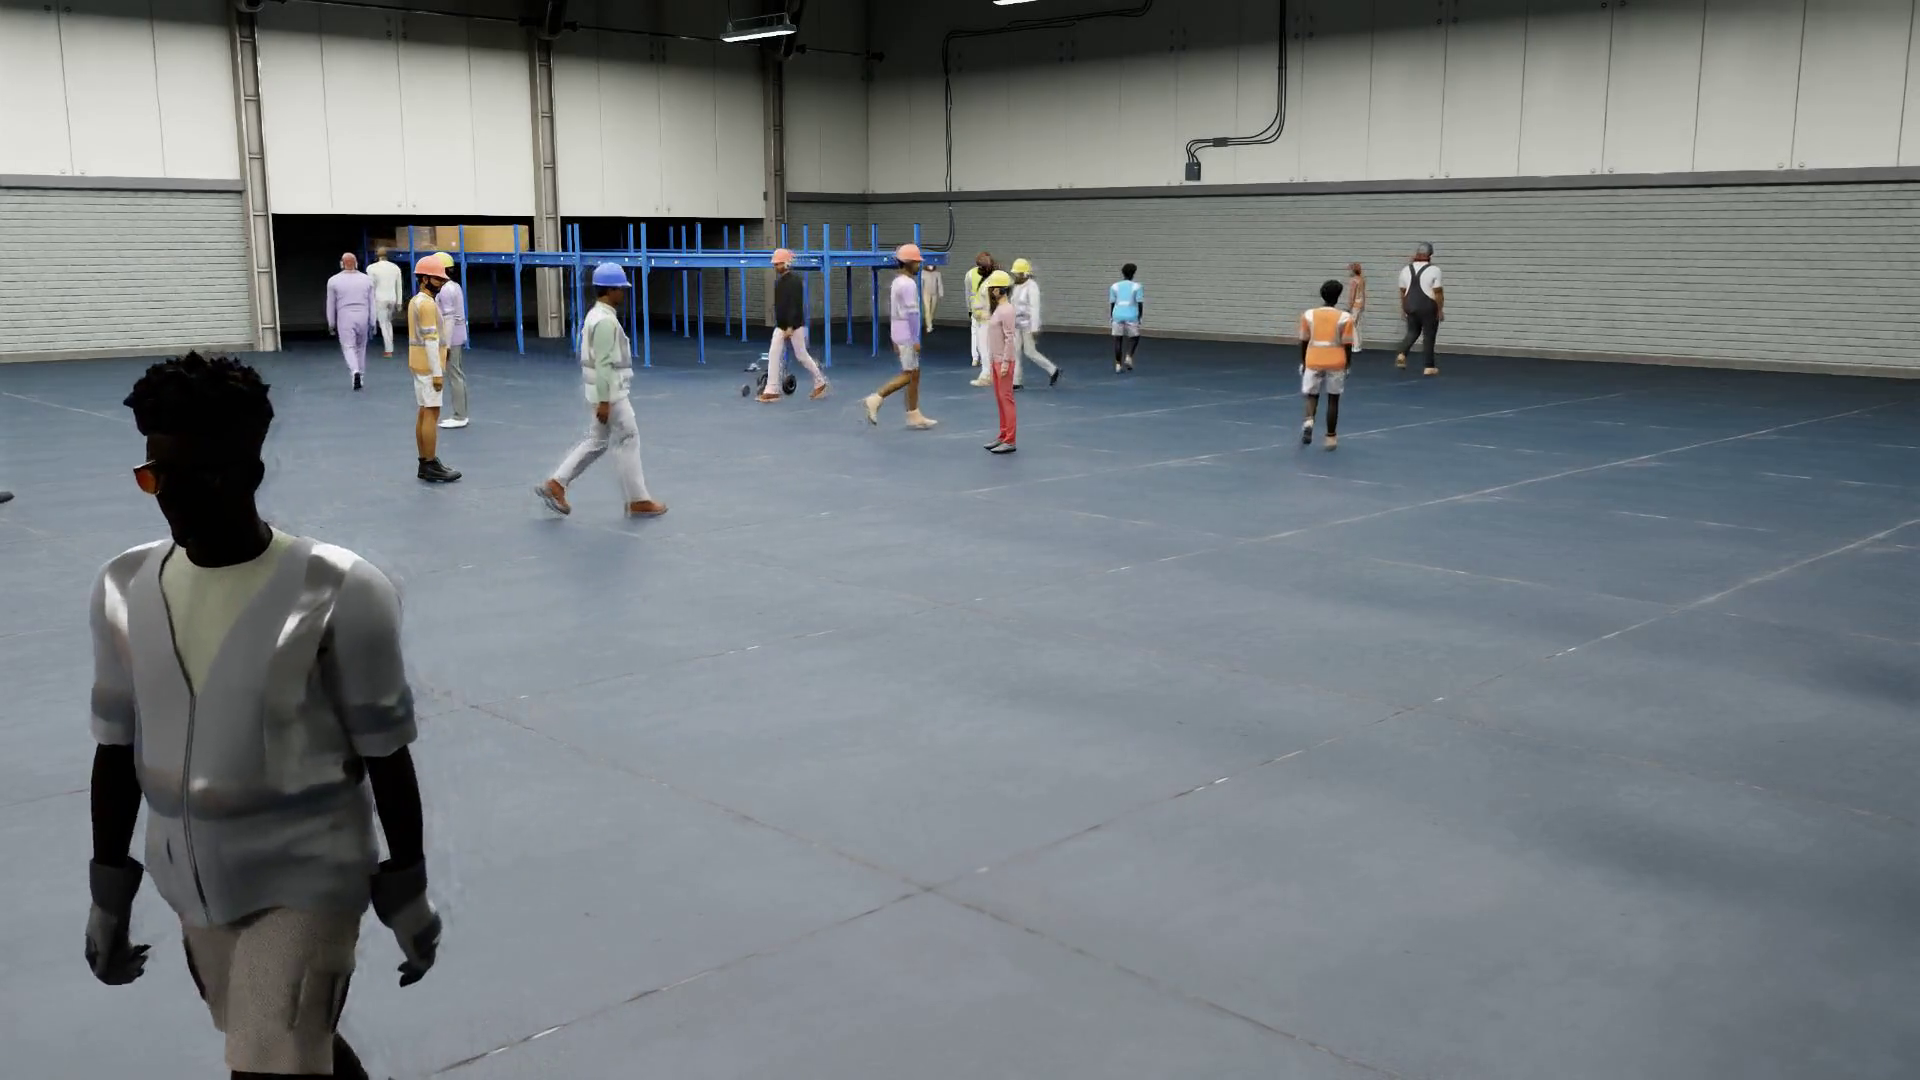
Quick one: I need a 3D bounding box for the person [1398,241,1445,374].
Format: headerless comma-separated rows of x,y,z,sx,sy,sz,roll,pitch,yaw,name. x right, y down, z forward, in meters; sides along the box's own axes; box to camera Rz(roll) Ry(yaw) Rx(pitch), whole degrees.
7.079,-3.533,25.407,0.611,2.000,0.701,-9,14,-41,person

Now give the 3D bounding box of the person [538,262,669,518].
-2.700,-1.115,12.456,0.900,1.921,0.609,-4,11,-19,person

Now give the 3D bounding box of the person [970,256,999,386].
0.438,-3.096,23.508,0.558,1.824,0.621,-4,11,-19,person

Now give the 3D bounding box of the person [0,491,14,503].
-7.809,-1.236,13.091,0.463,1.920,0.570,-9,14,-42,person

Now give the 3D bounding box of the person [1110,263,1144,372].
2.575,-3.438,25.731,0.560,1.673,0.363,4,11,22,person

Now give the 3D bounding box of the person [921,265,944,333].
-0.611,-5.272,36.012,0.507,1.587,0.859,-4,11,-21,person

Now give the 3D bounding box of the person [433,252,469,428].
-5.658,-2.209,18.388,0.386,1.922,0.593,-2,11,-9,person

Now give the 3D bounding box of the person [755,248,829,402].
-2.147,-2.757,21.320,1.001,1.952,0.607,-9,14,-41,person

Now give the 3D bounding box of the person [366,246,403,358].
-10.075,-4.139,28.949,0.713,1.916,0.638,7,13,35,person

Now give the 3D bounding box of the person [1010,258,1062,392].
0.969,-2.926,22.640,0.723,1.812,0.609,-4,11,-22,person

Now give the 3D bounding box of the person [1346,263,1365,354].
7.096,-4.140,29.815,0.347,1.617,0.582,6,12,31,person

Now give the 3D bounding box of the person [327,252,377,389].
-8.402,-3.032,23.017,0.651,1.881,0.857,-6,12,-31,person

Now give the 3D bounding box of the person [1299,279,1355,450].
3.602,-1.721,16.390,0.543,1.679,0.482,4,11,23,person

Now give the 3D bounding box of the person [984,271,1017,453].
0.395,-1.747,16.304,0.310,1.768,0.533,-2,11,-10,person

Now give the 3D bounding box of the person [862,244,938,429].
-0.658,-2.209,18.135,0.771,2.026,0.633,-2,11,-12,person

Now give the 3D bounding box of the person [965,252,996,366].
0.399,-3.754,27.044,0.625,1.844,0.429,5,12,26,person

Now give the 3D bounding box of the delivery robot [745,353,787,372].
-2.593,-2.382,22.224,0.335,0.223,0.698,6,12,30,delivery robot

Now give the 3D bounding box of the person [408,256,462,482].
-4.580,-1.487,14.434,0.376,1.932,0.543,-5,12,-27,person

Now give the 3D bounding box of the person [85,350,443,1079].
-1.286,0.596,3.127,0.623,1.924,0.997,3,11,15,person
